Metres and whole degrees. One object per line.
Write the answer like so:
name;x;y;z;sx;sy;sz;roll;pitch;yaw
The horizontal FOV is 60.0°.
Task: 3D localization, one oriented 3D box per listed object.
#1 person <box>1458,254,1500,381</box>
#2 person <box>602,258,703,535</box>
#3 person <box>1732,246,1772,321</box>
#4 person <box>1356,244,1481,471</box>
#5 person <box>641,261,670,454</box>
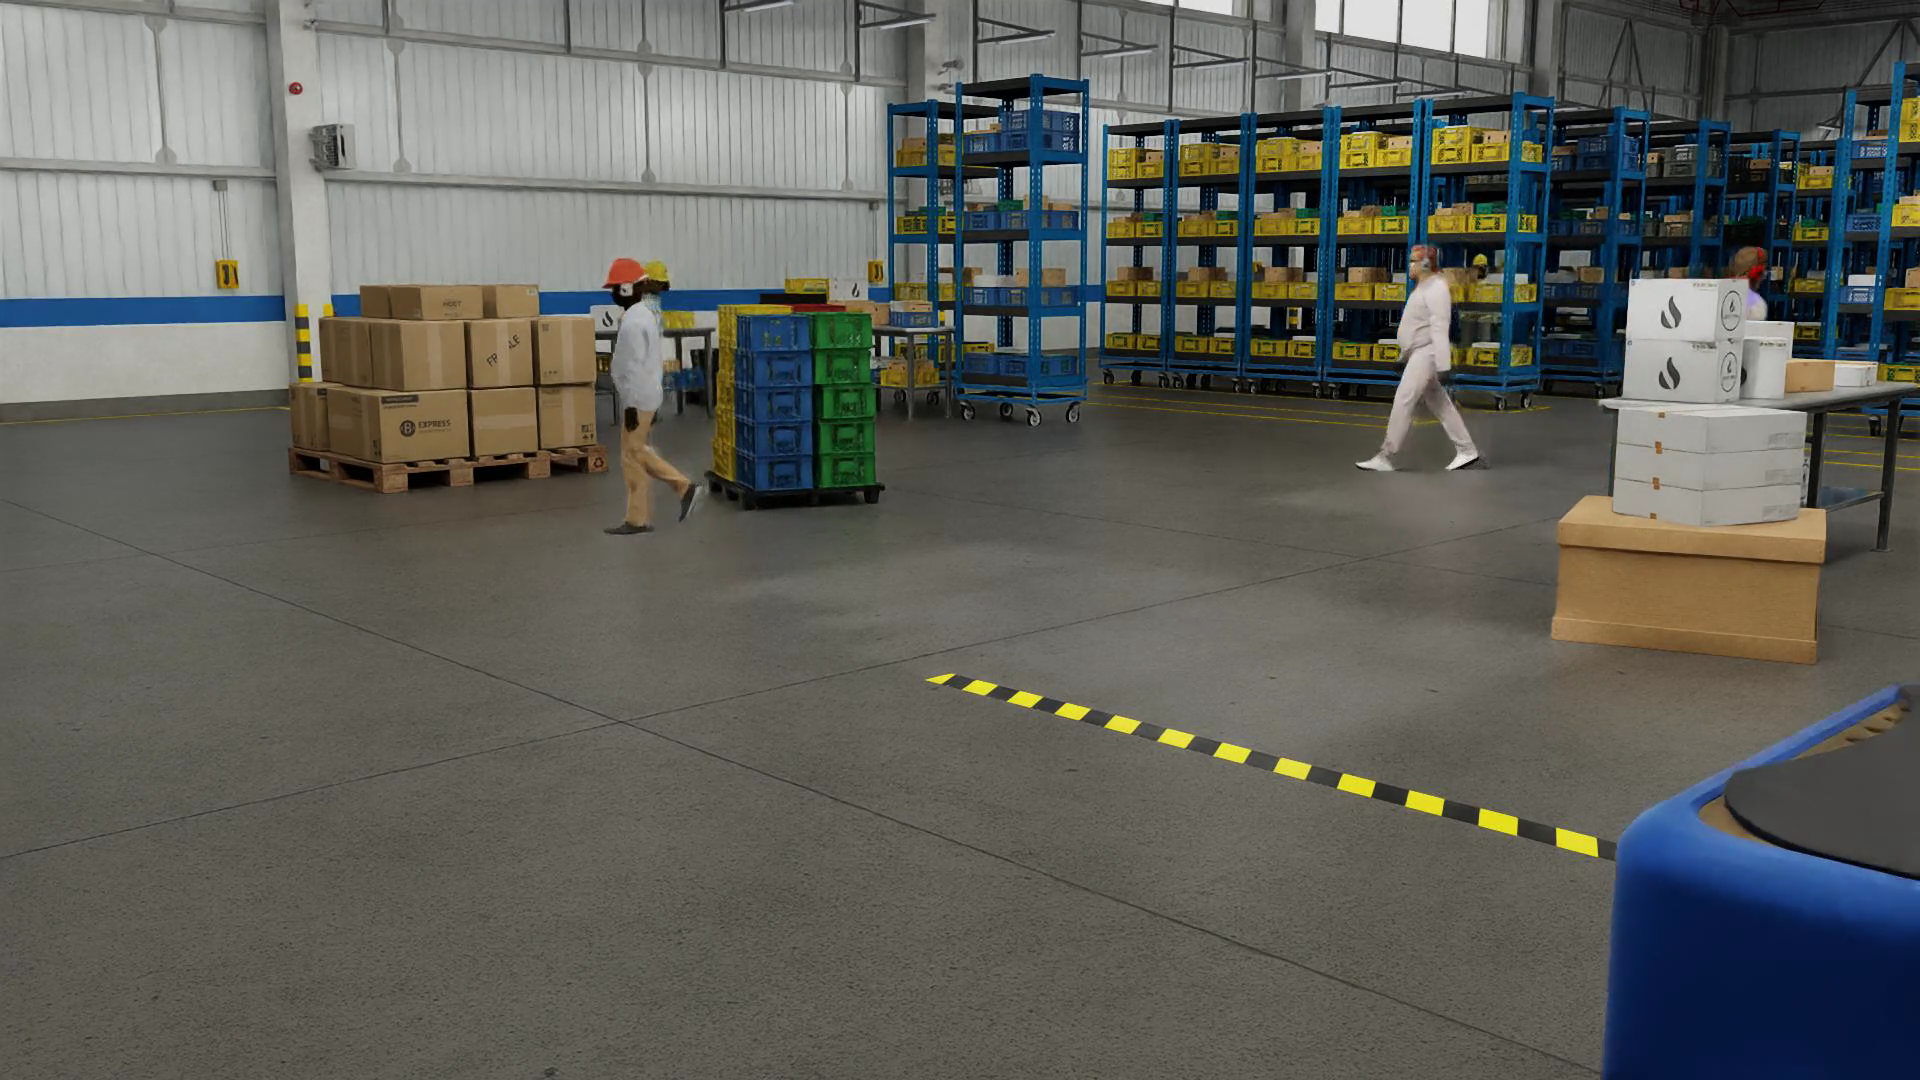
person;7.387;-3.153;23.751;0.618;1.828;0.406;4;10;25
person;-1.951;-0.888;10.396;0.532;1.731;0.566;-1;10;-8
person;4.970;-1.004;10.857;0.521;1.812;0.578;-1;9;-5
person;3.817;-1.476;13.591;1.002;1.867;0.638;1;10;9
person;-2.765;-1.622;14.857;0.394;1.722;0.597;-2;10;-9
